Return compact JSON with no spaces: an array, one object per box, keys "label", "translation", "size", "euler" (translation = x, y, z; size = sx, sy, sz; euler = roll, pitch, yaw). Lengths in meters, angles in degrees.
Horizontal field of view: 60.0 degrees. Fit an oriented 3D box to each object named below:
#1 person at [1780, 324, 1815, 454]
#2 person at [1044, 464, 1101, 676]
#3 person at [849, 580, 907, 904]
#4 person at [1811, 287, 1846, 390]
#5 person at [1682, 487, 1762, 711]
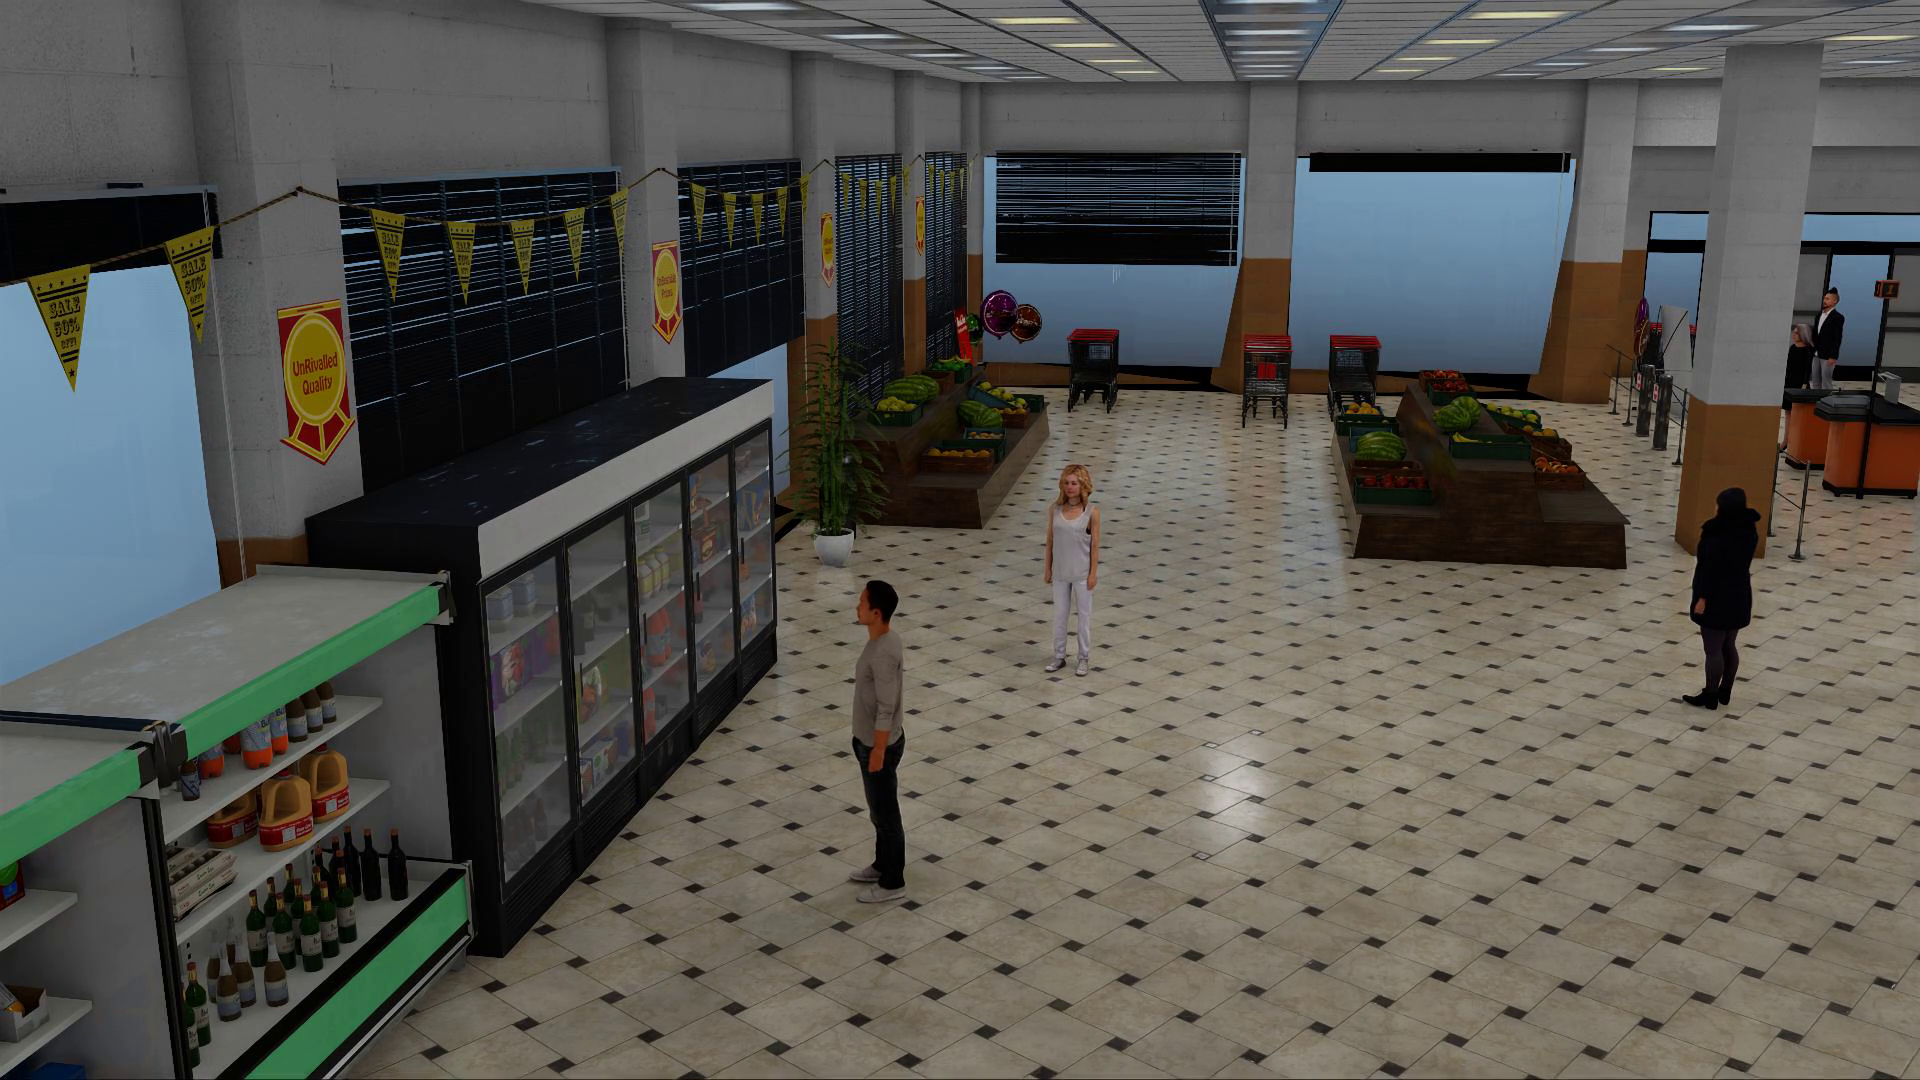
[{"label":"person","translation":[11.096,-2.001,22.096],"size":[0.741,1.746,0.628],"euler":[-3,14,-12]},{"label":"person","translation":[0.894,0.223,13.085],"size":[0.628,1.671,0.600],"euler":[6,15,22]},{"label":"person","translation":[-0.432,1.096,9.185],"size":[0.778,1.812,0.592],"euler":[-2,14,-7]},{"label":"person","translation":[13.085,-2.847,25.149],"size":[0.854,1.950,0.690],"euler":[-3,14,-13]},{"label":"person","translation":[5.629,0.421,12.263],"size":[0.799,1.674,0.857],"euler":[-9,16,-33]}]
